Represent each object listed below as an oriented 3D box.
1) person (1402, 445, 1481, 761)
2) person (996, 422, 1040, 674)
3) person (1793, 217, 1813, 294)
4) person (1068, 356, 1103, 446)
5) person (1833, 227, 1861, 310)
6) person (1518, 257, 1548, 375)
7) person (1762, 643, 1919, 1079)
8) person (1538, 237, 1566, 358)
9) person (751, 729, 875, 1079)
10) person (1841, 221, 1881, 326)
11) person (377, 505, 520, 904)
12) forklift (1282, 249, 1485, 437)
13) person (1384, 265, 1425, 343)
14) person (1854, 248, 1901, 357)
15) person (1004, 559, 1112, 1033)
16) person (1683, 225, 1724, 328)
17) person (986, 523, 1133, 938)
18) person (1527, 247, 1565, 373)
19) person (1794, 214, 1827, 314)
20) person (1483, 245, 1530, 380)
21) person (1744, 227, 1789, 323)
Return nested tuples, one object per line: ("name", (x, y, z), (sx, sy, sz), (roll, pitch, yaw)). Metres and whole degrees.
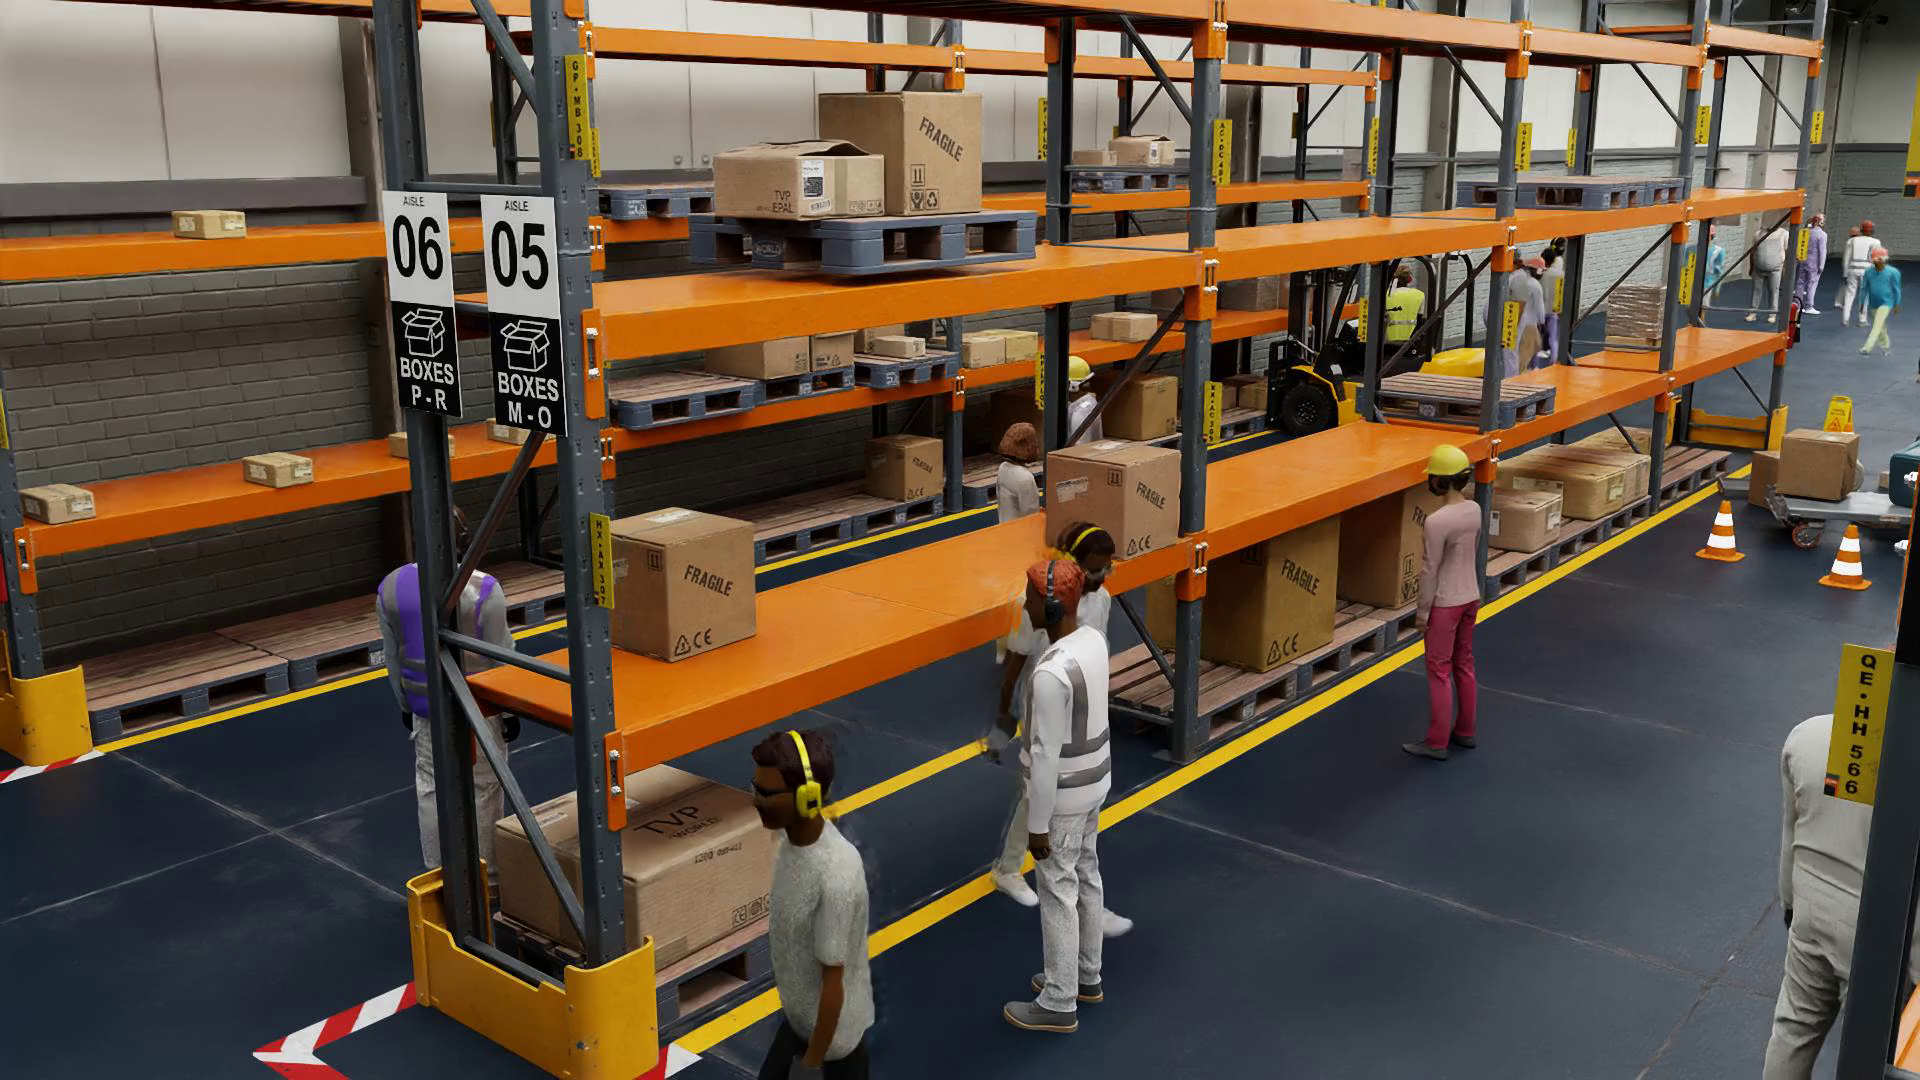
("person", (2.693, 0.344, 9.269), (0.517, 1.760, 0.350), (-12, 18, -41))
("person", (0.386, 0.051, 10.702), (0.286, 1.633, 0.500), (-5, 15, -21))
("person", (18.264, -6.120, 35.822), (0.277, 1.636, 0.502), (-4, 14, -17))
("person", (0.863, -0.461, 12.393), (0.404, 1.825, 0.599), (1, 14, 5))
("person", (17.464, -5.321, 32.644), (0.325, 1.611, 0.599), (4, 14, 14))
("person", (7.960, -3.055, 23.152), (0.399, 1.726, 0.614), (1, 14, 6))
("person", (2.907, 1.238, 5.333), (0.402, 1.899, 0.631), (-5, 15, -20))
("person", (9.135, -3.745, 25.699), (0.513, 1.861, 0.322), (-11, 18, -38))
("person", (-0.502, 1.420, 4.727), (0.946, 1.822, 0.555), (-7, 15, -26))
("person", (16.183, -4.773, 29.887), (0.630, 1.878, 0.601), (-13, 19, -42))
("person", (-2.252, 0.738, 7.472), (0.625, 1.847, 0.429), (3, 14, 12))
("forklift", (4.886, -2.214, 18.767), (2.313, 2.155, 1.214), (11, 18, 38))
("person", (5.374, -2.424, 20.339), (0.564, 1.847, 0.395), (-1, 14, -3))
("person", (14.277, -3.687, 25.823), (0.963, 1.694, 0.568), (-8, 16, -28))
("person", (0.393, 0.980, 6.416), (0.359, 1.880, 0.575), (6, 15, 23))
("person", (12.014, -4.133, 26.947), (0.618, 2.021, 0.856), (11, 18, 39))
("person", (0.466, 0.817, 7.226), (0.589, 1.804, 0.956), (-13, 19, -43))
("person", (8.342, -3.225, 23.622), (0.536, 1.837, 0.846), (2, 14, 6))
("person", (16.374, -5.300, 31.950), (0.399, 1.900, 0.644), (-4, 14, -18))
("person", (7.035, -2.807, 21.499), (0.535, 2.000, 0.682), (0, 14, 0))
("person", (14.769, -4.997, 30.414), (0.688, 2.000, 0.536), (12, 18, 40))
